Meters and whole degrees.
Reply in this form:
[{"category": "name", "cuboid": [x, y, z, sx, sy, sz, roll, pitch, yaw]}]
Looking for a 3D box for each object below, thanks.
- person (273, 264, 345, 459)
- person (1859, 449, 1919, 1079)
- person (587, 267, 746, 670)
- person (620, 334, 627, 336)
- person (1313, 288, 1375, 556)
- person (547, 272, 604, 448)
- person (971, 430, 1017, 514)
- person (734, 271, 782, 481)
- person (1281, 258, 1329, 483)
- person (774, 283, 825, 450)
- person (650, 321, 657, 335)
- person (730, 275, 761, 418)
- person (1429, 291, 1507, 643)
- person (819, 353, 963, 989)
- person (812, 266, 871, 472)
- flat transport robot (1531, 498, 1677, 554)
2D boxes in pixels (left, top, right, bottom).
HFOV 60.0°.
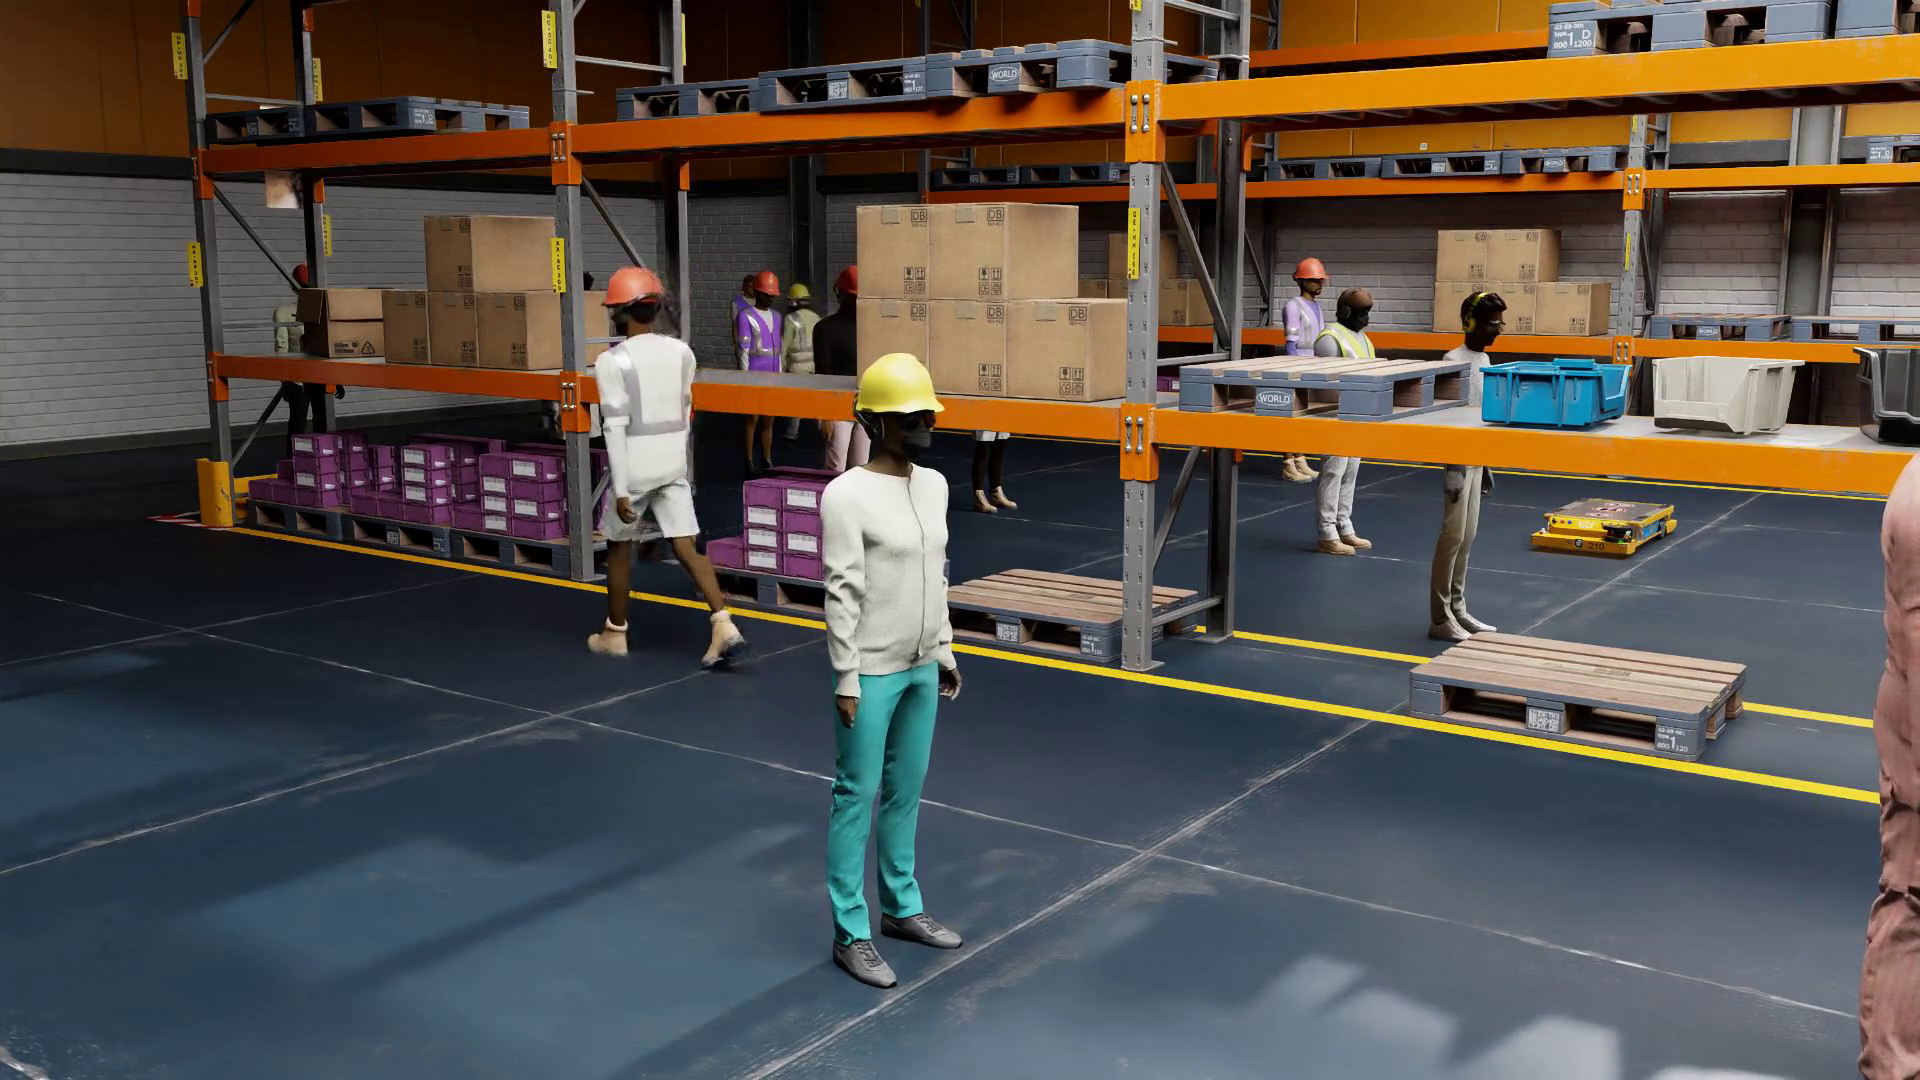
[{"category": "person", "cuboid": [-5.691, -1.412, 14.584, 0.379, 1.996, 0.611, 7, 12, 35]}, {"category": "person", "cuboid": [2.256, 0.461, 3.712, 0.407, 1.902, 0.639, 7, 12, 35]}, {"category": "person", "cuboid": [-1.502, -0.345, 8.236, 1.035, 2.008, 0.605, 9, 13, 43]}, {"category": "person", "cuboid": [-3.787, -2.085, 19.170, 0.923, 1.811, 0.496, 1, 10, 3]}, {"category": "person", "cuboid": [2.689, -0.821, 11.543, 0.429, 1.838, 0.621, 7, 12, 35]}, {"category": "person", "cuboid": [-2.968, -1.113, 12.911, 0.379, 1.959, 0.603, 7, 12, 35]}, {"category": "person", "cuboid": [0.277, -1.069, 13.426, 0.320, 1.697, 0.532, 7, 12, 35]}, {"category": "person", "cuboid": [-1.794, -1.490, 15.248, 0.373, 1.928, 0.543, 7, 12, 35]}, {"category": "person", "cuboid": [3.175, -1.548, 15.246, 0.377, 2.045, 0.605, 7, 12, 35]}, {"category": "person", "cuboid": [-1.655, -1.872, 17.955, 0.929, 1.794, 0.586, 5, 11, 30]}, {"category": "person", "cuboid": [-3.732, -2.097, 18.977, 0.772, 1.880, 0.655, -3, 10, -16]}, {"category": "person", "cuboid": [-2.739, -2.506, 21.566, 0.389, 1.837, 0.563, 7, 12, 35]}, {"category": "person", "cuboid": [2.726, -0.390, 8.890, 0.328, 1.865, 0.520, 7, 12, 35]}, {"category": "person", "cuboid": [-0.182, 0.357, 4.730, 0.315, 1.769, 0.524, 7, 12, 35]}, {"category": "person", "cuboid": [-0.746, -0.874, 11.410, 0.393, 1.985, 0.611, 7, 12, 35]}, {"category": "flat transport robot", "cuboid": [4.663, -0.116, 11.991, 0.652, 0.197, 1.431, 7, 12, 35]}]
